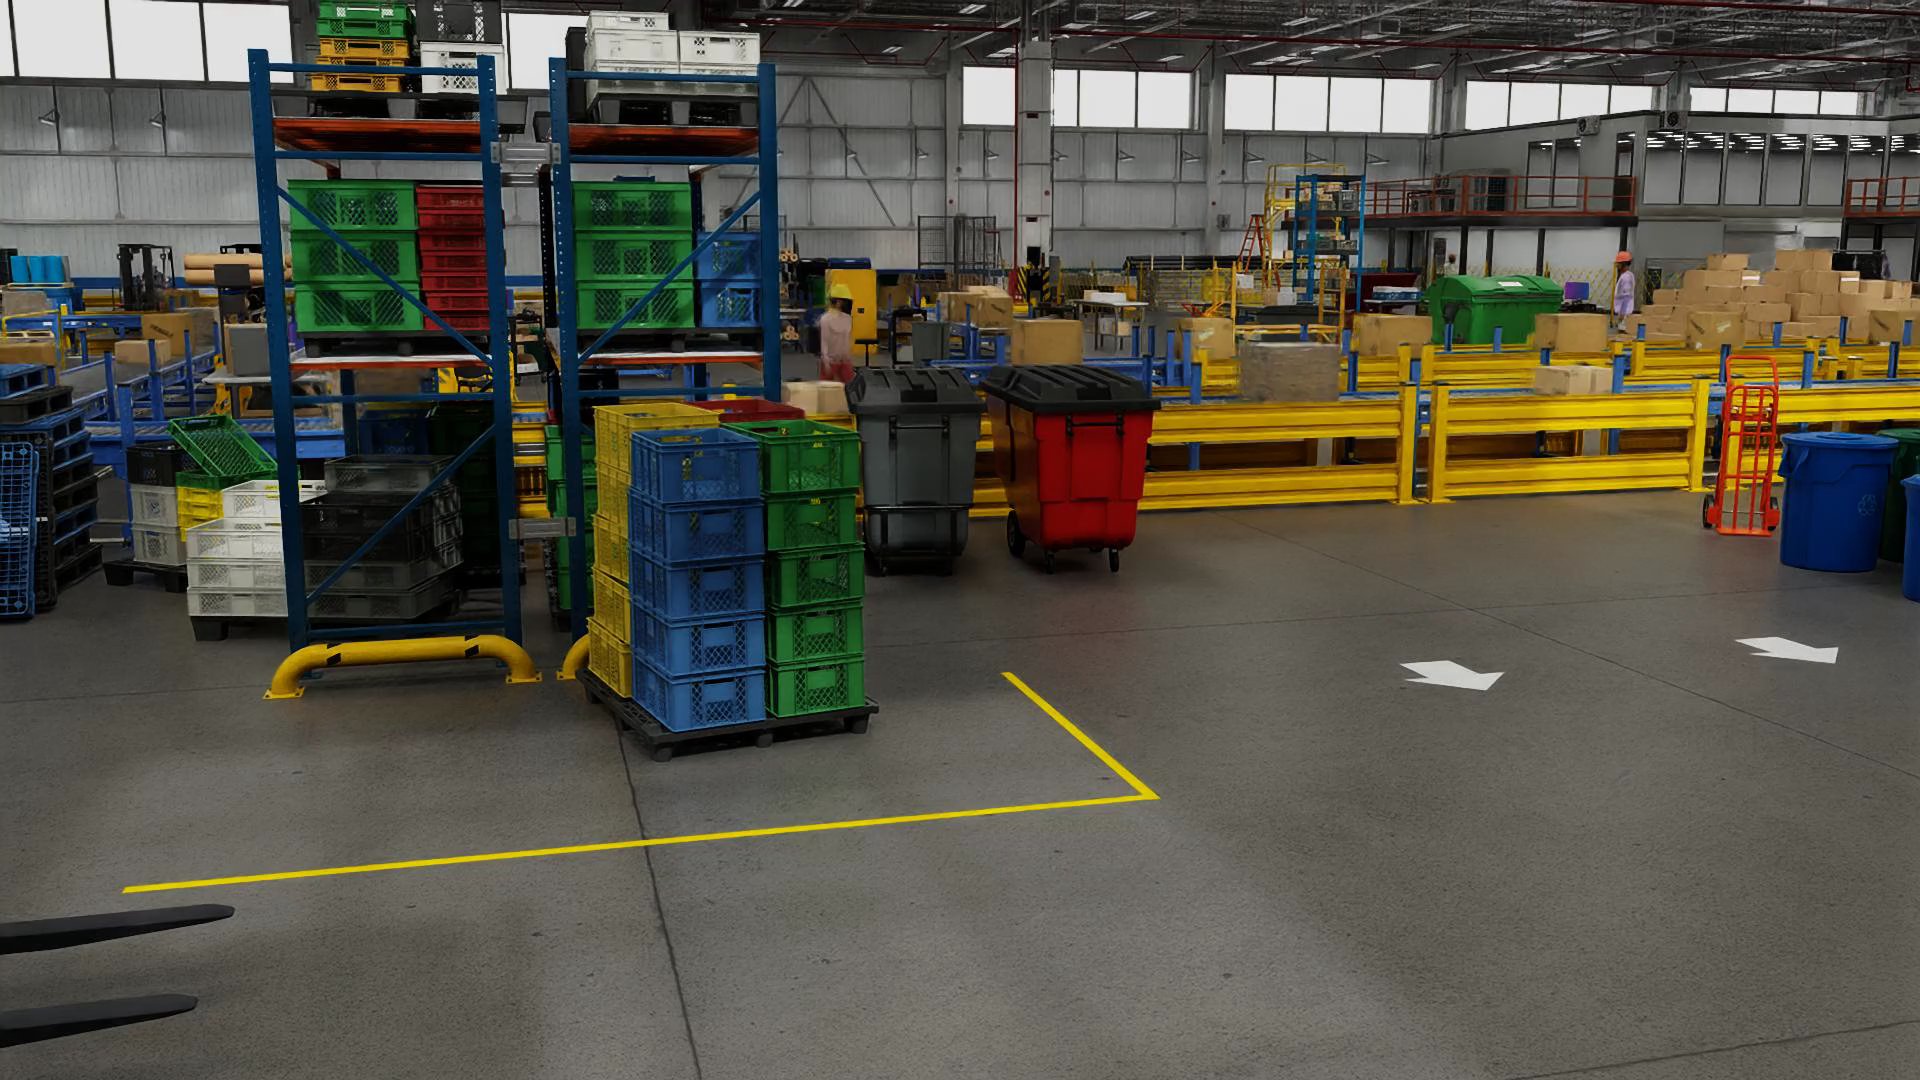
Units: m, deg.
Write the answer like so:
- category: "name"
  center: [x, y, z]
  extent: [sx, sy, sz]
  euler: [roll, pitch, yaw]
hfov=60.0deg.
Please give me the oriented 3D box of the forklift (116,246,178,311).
- category: "forklift"
  center: [-19.966, -6.232, 40.894]
  extent: [1.157, 1.987, 2.680]
  euler: [-3, 10, -15]

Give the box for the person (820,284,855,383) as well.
- category: "person"
  center: [-1.396, -1.990, 18.549]
  extent: [0.931, 1.720, 0.522]
  euler: [9, 14, 42]

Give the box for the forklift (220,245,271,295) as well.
- category: "forklift"
  center: [-17.749, -6.334, 41.440]
  extent: [1.157, 1.987, 2.680]
  euler: [-3, 10, -17]

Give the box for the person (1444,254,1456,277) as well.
- category: "person"
  center: [15.836, -8.312, 53.888]
  extent: [0.383, 1.873, 0.640]
  euler: [6, 12, 30]

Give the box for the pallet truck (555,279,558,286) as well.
- category: "pallet truck"
  center: [-10.604, -6.375, 44.520]
  extent: [0.653, 1.274, 1.630]
  euler: [-3, 10, -15]

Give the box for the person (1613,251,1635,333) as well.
- category: "person"
  center: [11.514, -3.995, 28.955]
  extent: [0.395, 2.038, 0.615]
  euler: [4, 11, 23]
